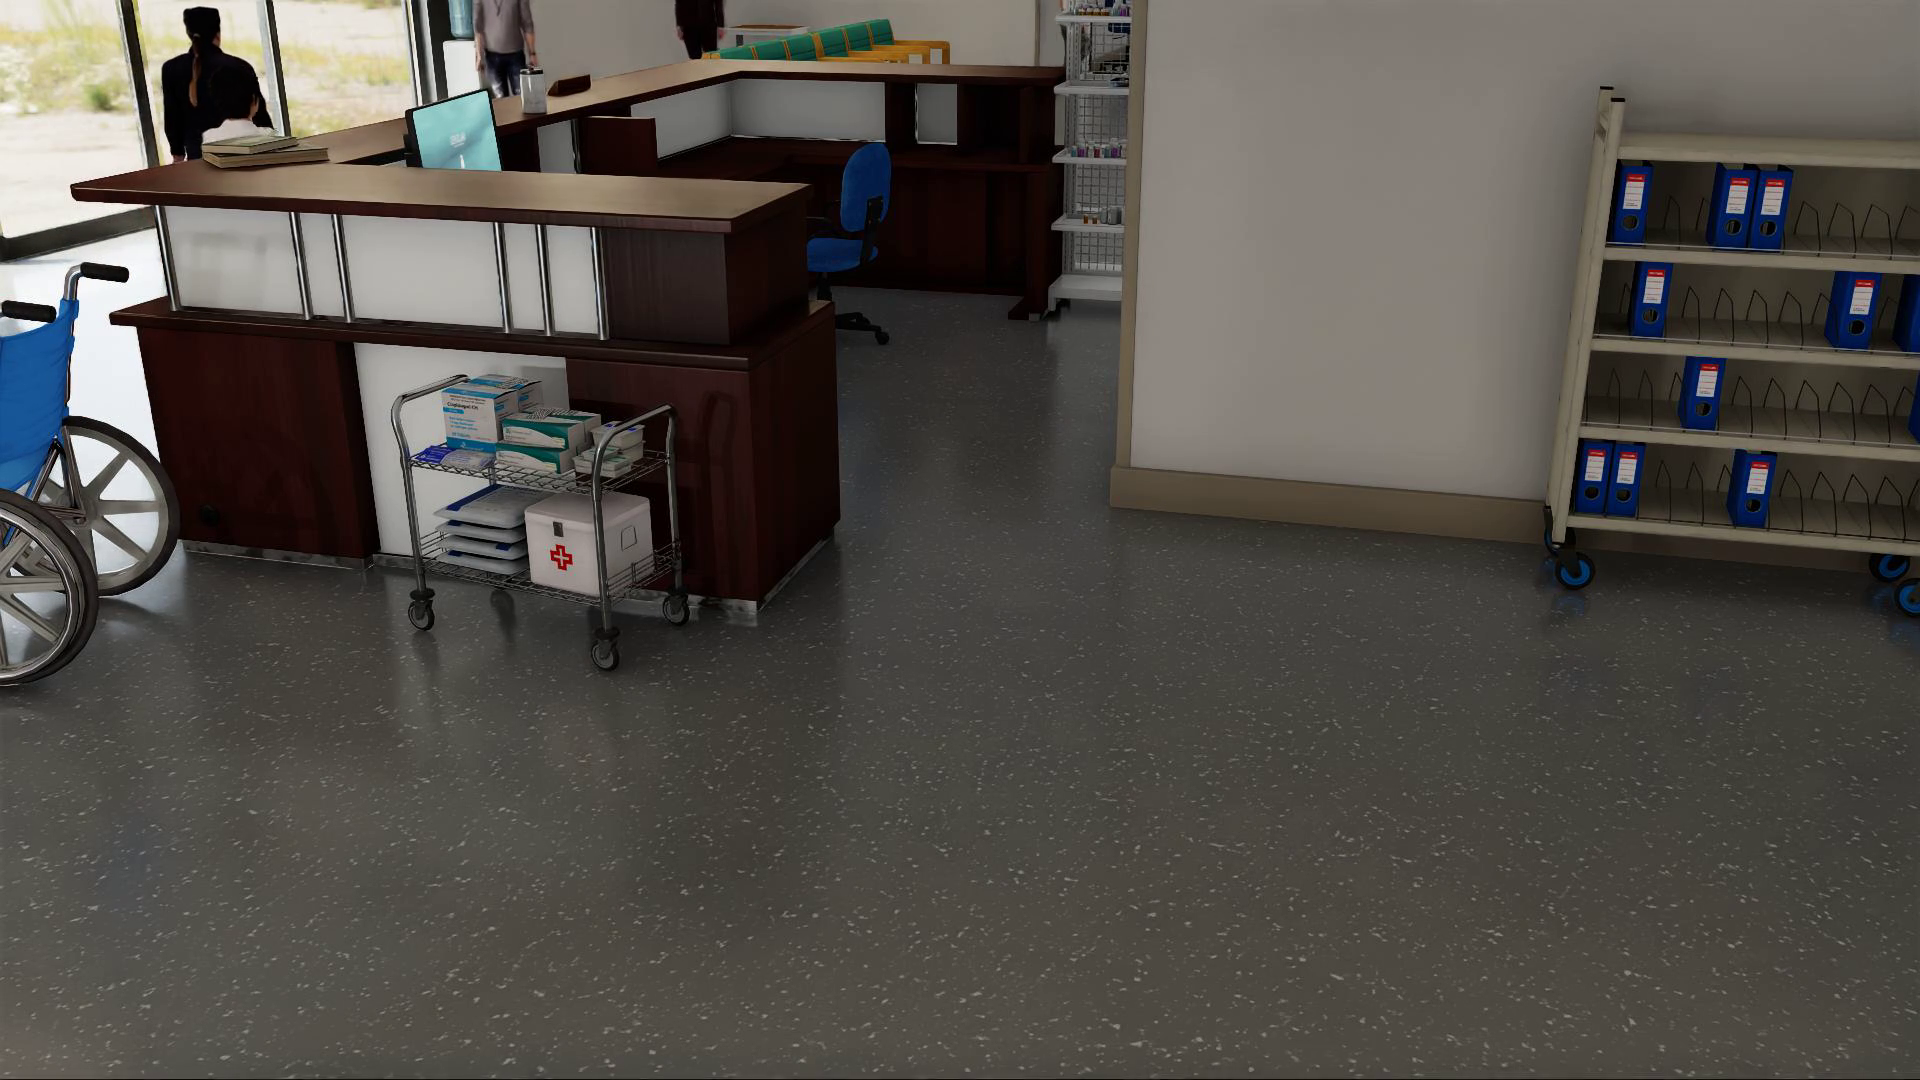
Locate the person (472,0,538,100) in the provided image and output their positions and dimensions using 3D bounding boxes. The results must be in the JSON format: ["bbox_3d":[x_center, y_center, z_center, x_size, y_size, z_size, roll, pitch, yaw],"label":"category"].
[{"bbox_3d":[-4.199,-4.484,15.344,0.748,1.879,0.850,-2,21,-6],"label":"person"}]

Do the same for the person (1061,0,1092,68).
[{"bbox_3d":[1.365,-6.326,20.538,0.743,1.643,0.784,17,26,37],"label":"person"}]

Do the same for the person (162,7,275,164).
[{"bbox_3d":[-4.296,-2.177,9.614,1.123,1.622,1.030,-2,21,-6],"label":"person"}]

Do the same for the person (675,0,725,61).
[{"bbox_3d":[-3.003,-5.921,19.191,0.688,1.840,0.818,0,21,1],"label":"person"}]

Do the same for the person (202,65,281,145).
[{"bbox_3d":[-3.175,-1.292,7.445,0.978,1.503,0.631,5,21,12],"label":"person"}]
